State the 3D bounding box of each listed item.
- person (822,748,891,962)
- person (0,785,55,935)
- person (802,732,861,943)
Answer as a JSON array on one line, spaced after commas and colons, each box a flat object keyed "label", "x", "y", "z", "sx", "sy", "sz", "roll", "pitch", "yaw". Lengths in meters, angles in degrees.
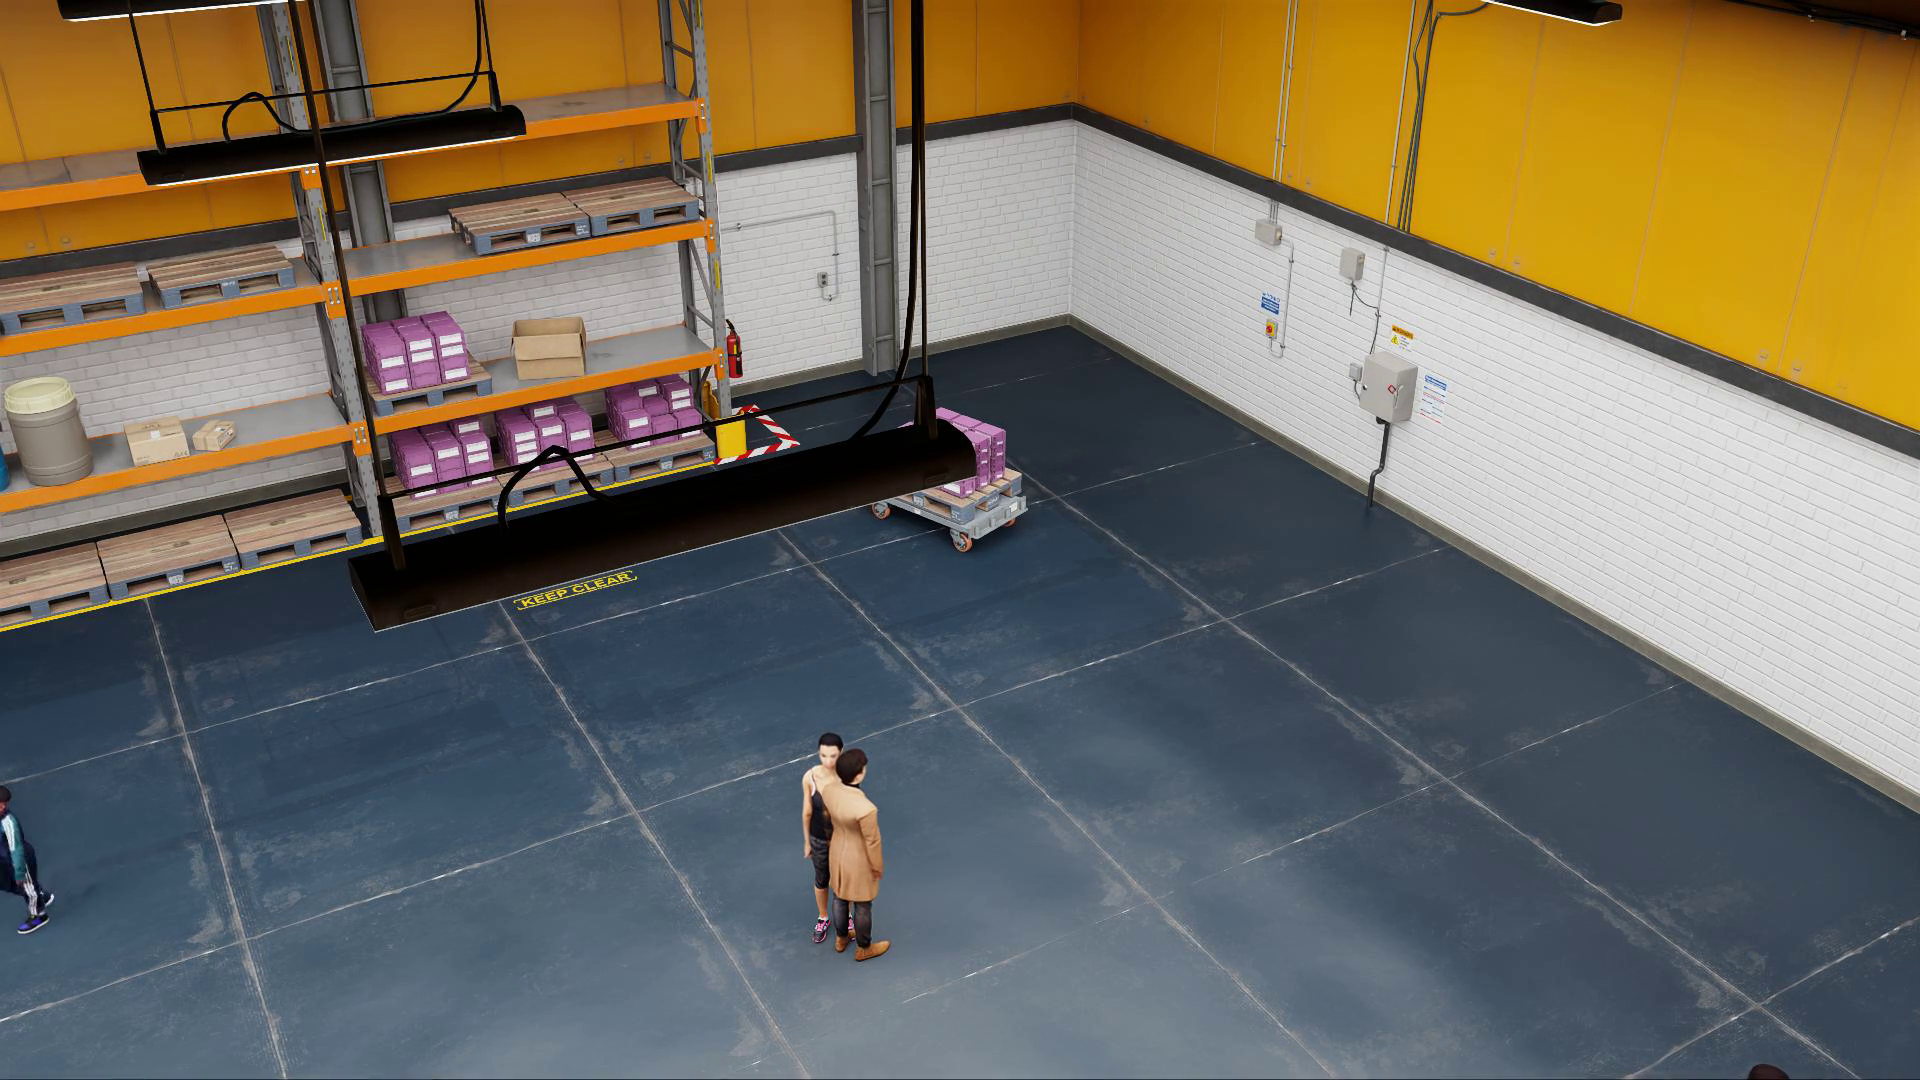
[{"label": "person", "x": -0.759, "y": 2.203, "z": 11.650, "sx": 0.733, "sy": 1.726, "sz": 0.736, "roll": 22, "pitch": 36, "yaw": 34}, {"label": "person", "x": -6.782, "y": 2.266, "z": 12.030, "sx": 0.596, "sy": 1.252, "sz": 0.631, "roll": 21, "pitch": 35, "yaw": 34}, {"label": "person", "x": -0.903, "y": 2.102, "z": 11.832, "sx": 0.618, "sy": 1.729, "sz": 0.717, "roll": -2, "pitch": 29, "yaw": -3}]
